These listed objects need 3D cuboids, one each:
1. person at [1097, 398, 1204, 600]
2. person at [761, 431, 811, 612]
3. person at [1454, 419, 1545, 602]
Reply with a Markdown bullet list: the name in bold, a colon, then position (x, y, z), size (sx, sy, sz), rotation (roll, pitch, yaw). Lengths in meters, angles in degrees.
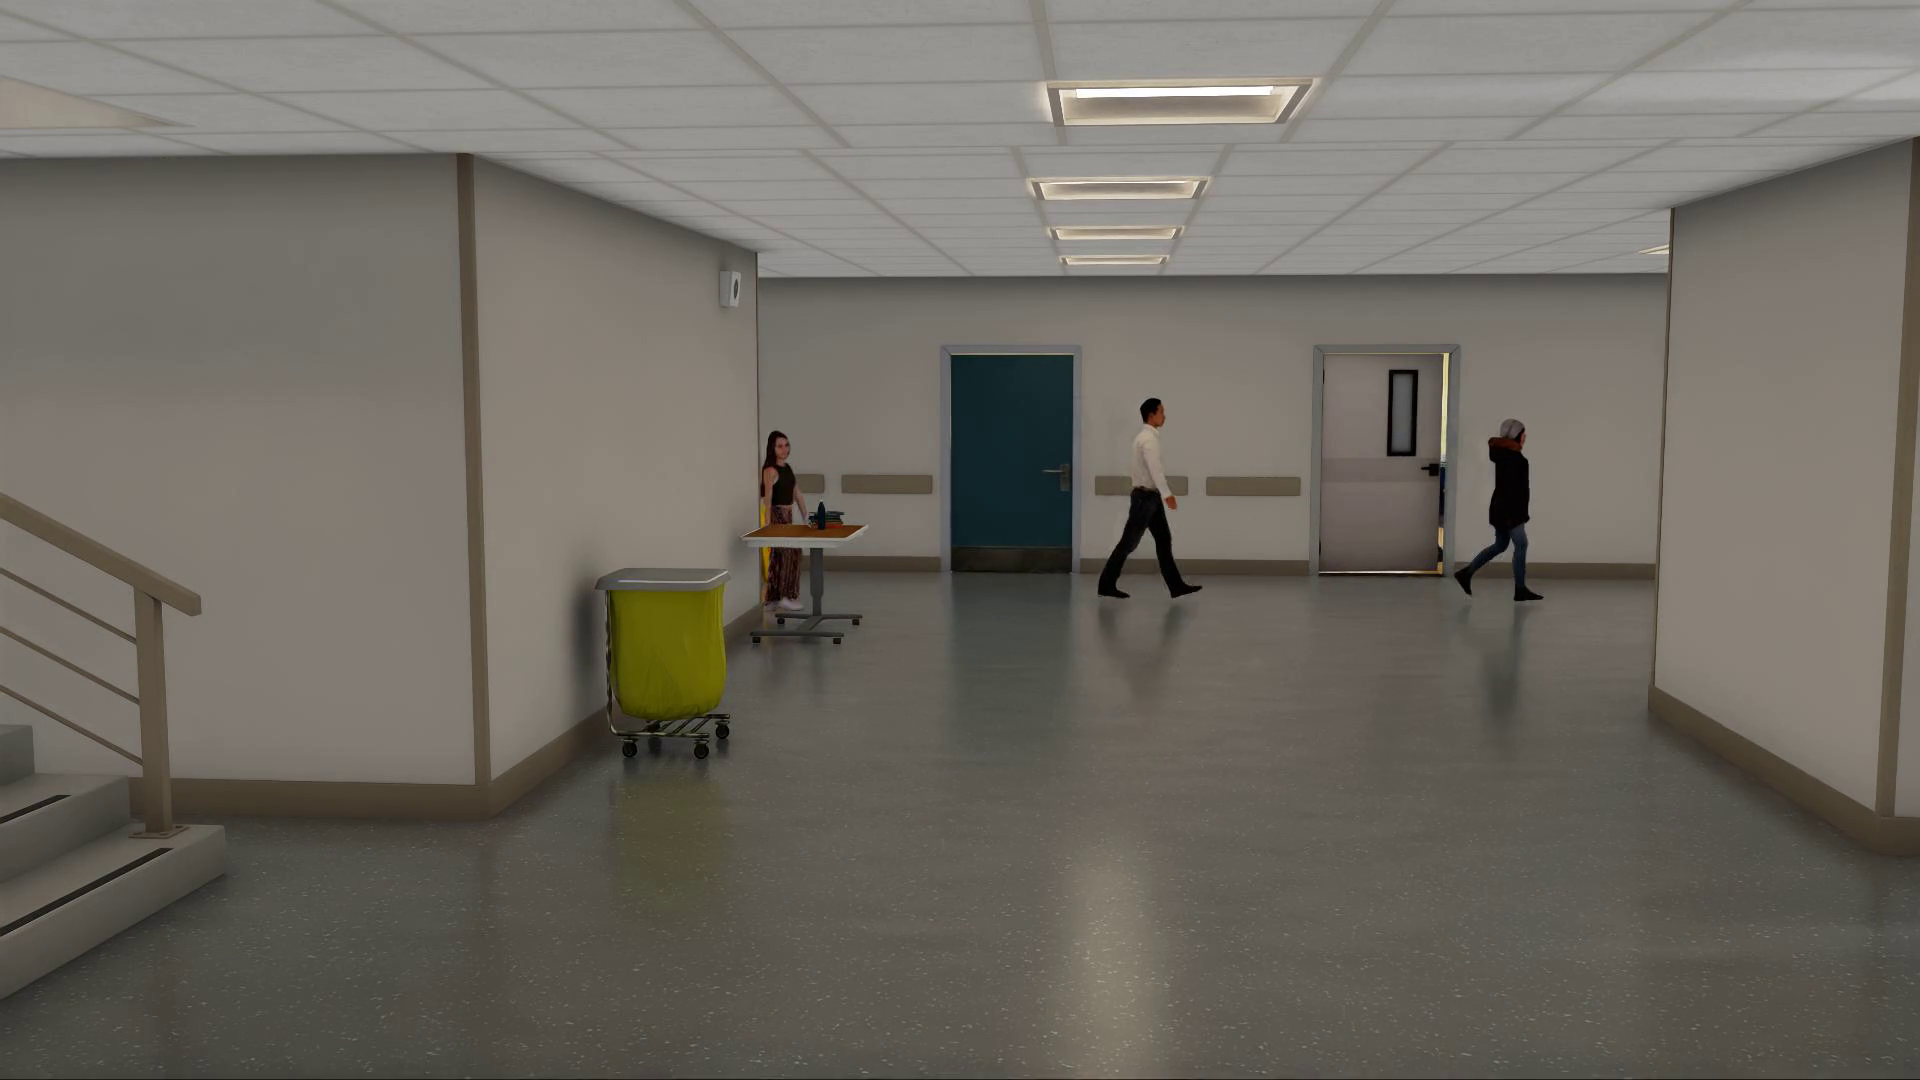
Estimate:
- **person**: position (1.542, -0.322, 14.635), size (1.142, 1.765, 0.682), rotation (1, 6, 7)
- **person**: position (-1.595, -0.155, 14.079), size (0.734, 1.545, 0.691), rotation (2, 6, 19)
- **person**: position (4.778, -0.254, 14.732), size (0.978, 1.611, 0.612), rotation (0, 6, 3)
